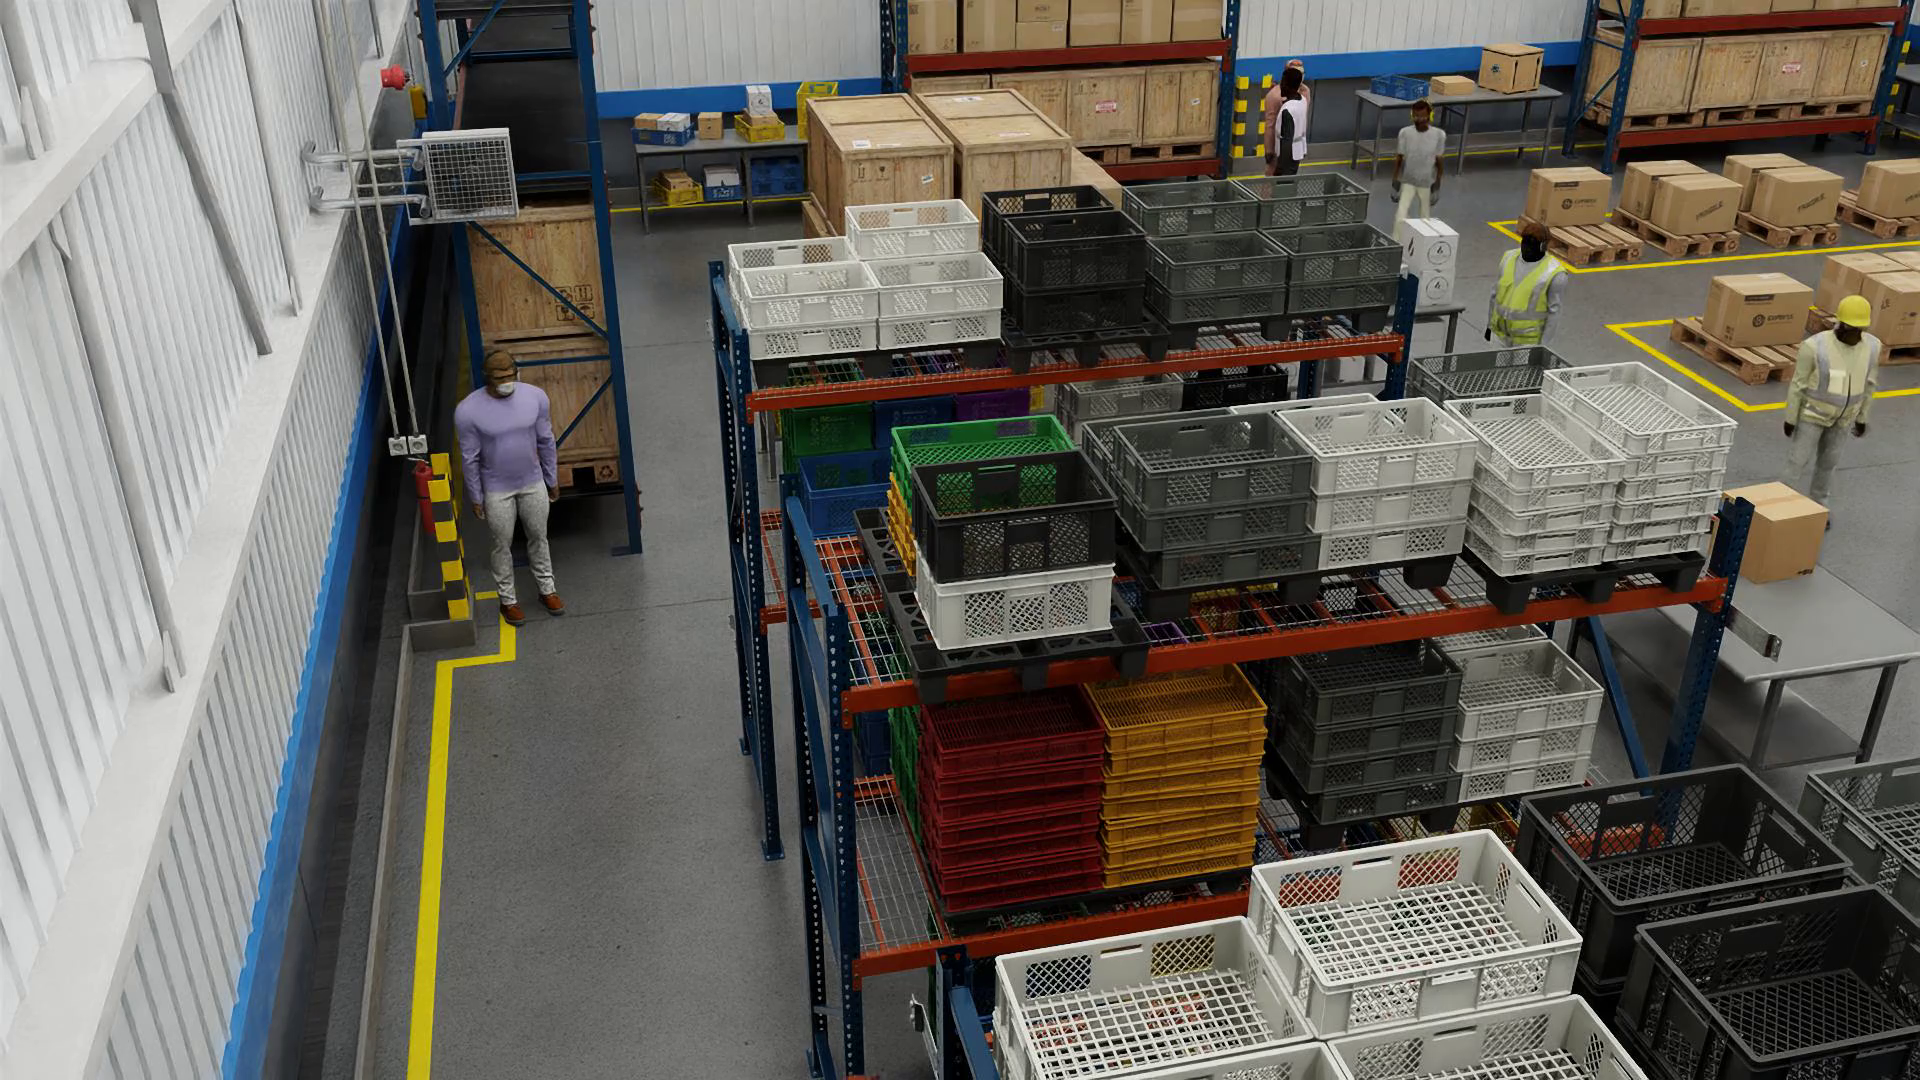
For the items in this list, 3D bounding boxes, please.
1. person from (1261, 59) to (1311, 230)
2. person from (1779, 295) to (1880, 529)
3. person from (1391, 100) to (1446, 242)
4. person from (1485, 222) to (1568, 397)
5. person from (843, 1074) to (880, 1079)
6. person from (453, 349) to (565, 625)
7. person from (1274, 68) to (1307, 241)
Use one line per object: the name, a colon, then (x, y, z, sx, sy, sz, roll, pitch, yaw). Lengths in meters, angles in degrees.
person: (3.678, -4.429, 18.678, 0.643, 1.909, 0.400, -19, 33, -32)
person: (6.316, -0.923, 12.119, 0.599, 1.825, 0.403, -2, 28, -3)
person: (4.764, -3.682, 17.340, 0.512, 1.833, 0.549, 11, 30, 20)
person: (4.543, -1.688, 13.546, 0.429, 1.847, 0.621, -21, 34, -34)
person: (-0.233, 2.563, 5.484, 0.718, 1.857, 0.389, 7, 29, 14)
person: (-2.940, -0.361, 10.937, 0.626, 1.933, 0.368, -16, 32, -28)
person: (3.593, -4.197, 18.226, 0.384, 1.918, 0.596, 10, 30, 19)
